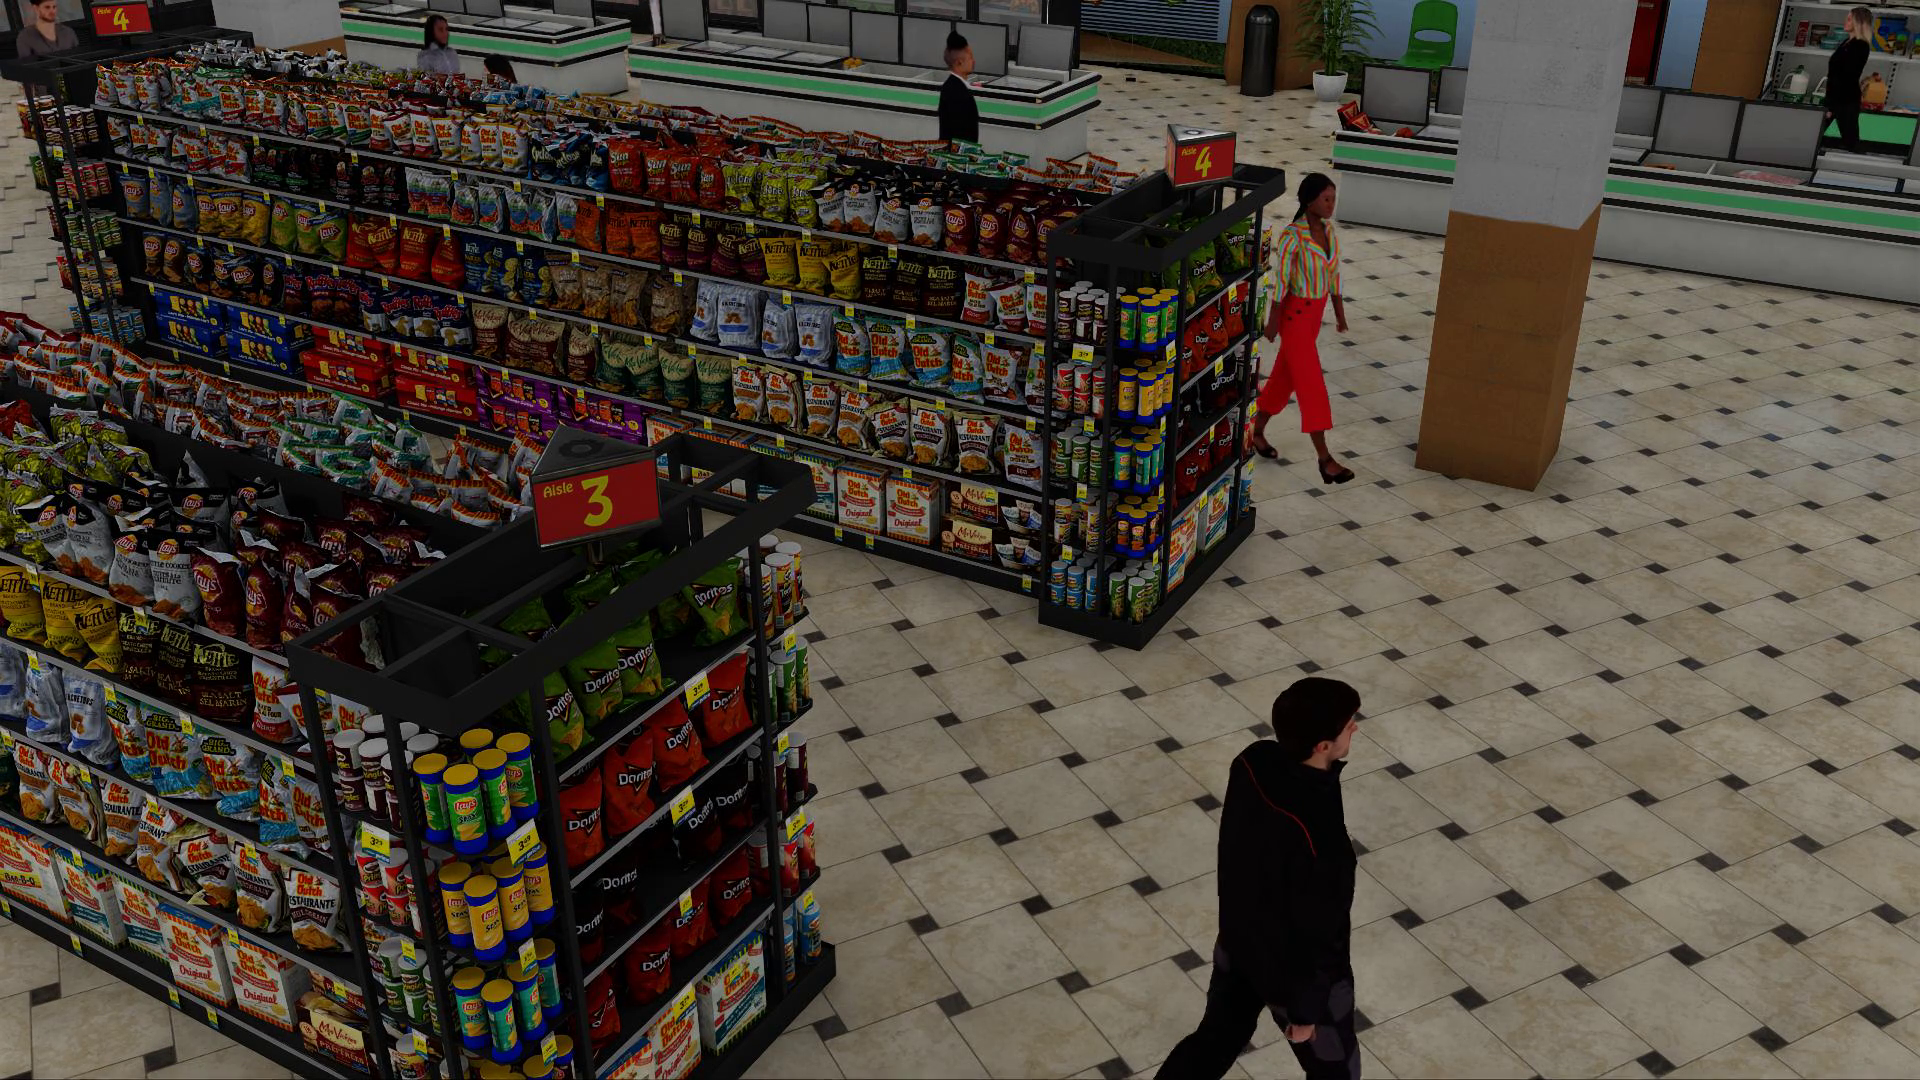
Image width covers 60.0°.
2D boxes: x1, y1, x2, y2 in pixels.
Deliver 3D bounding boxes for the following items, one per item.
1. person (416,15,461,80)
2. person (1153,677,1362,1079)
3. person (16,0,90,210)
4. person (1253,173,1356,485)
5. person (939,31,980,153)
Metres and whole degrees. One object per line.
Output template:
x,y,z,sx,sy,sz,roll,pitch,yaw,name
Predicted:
-4.510,-3.640,14.387,1.256,1.678,0.781,22,34,36,person
0.833,1.182,4.734,1.175,1.808,1.191,-11,29,-21,person
-7.921,-3.844,14.568,1.052,1.877,0.794,20,33,34,person
1.879,-1.222,9.539,0.796,1.749,1.137,-23,35,-38,person
-0.035,-2.817,12.460,0.817,1.953,0.796,-3,27,-6,person
